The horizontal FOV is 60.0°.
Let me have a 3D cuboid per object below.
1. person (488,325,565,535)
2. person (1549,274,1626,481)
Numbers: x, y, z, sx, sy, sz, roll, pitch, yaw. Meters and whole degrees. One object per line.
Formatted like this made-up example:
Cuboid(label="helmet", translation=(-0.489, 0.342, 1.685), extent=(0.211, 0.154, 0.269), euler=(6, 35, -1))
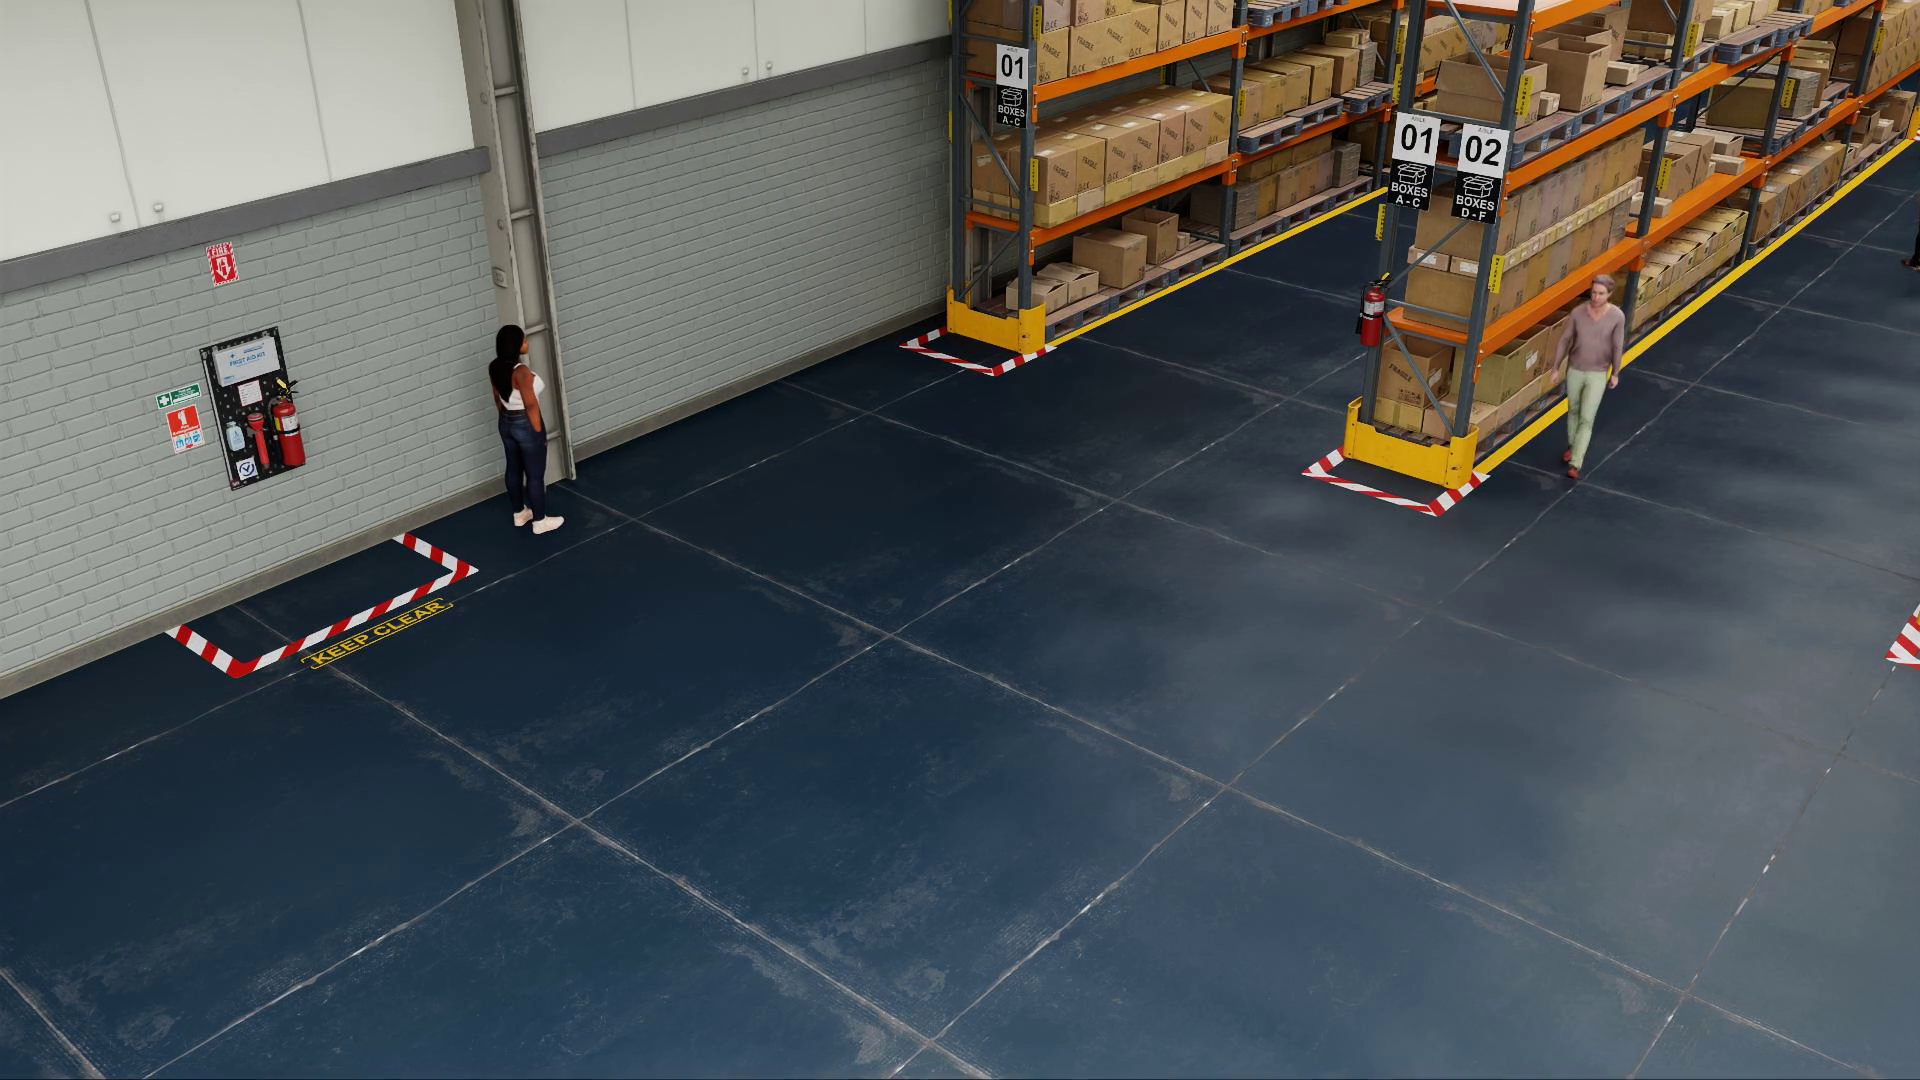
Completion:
Cuboid(label="person", translation=(-3.675, -0.927, 13.890), extent=(0.617, 1.807, 0.576), euler=(21, 35, 34))
Cuboid(label="person", translation=(5.657, -1.511, 14.961), extent=(0.829, 1.831, 1.216), euler=(16, 32, 27))
